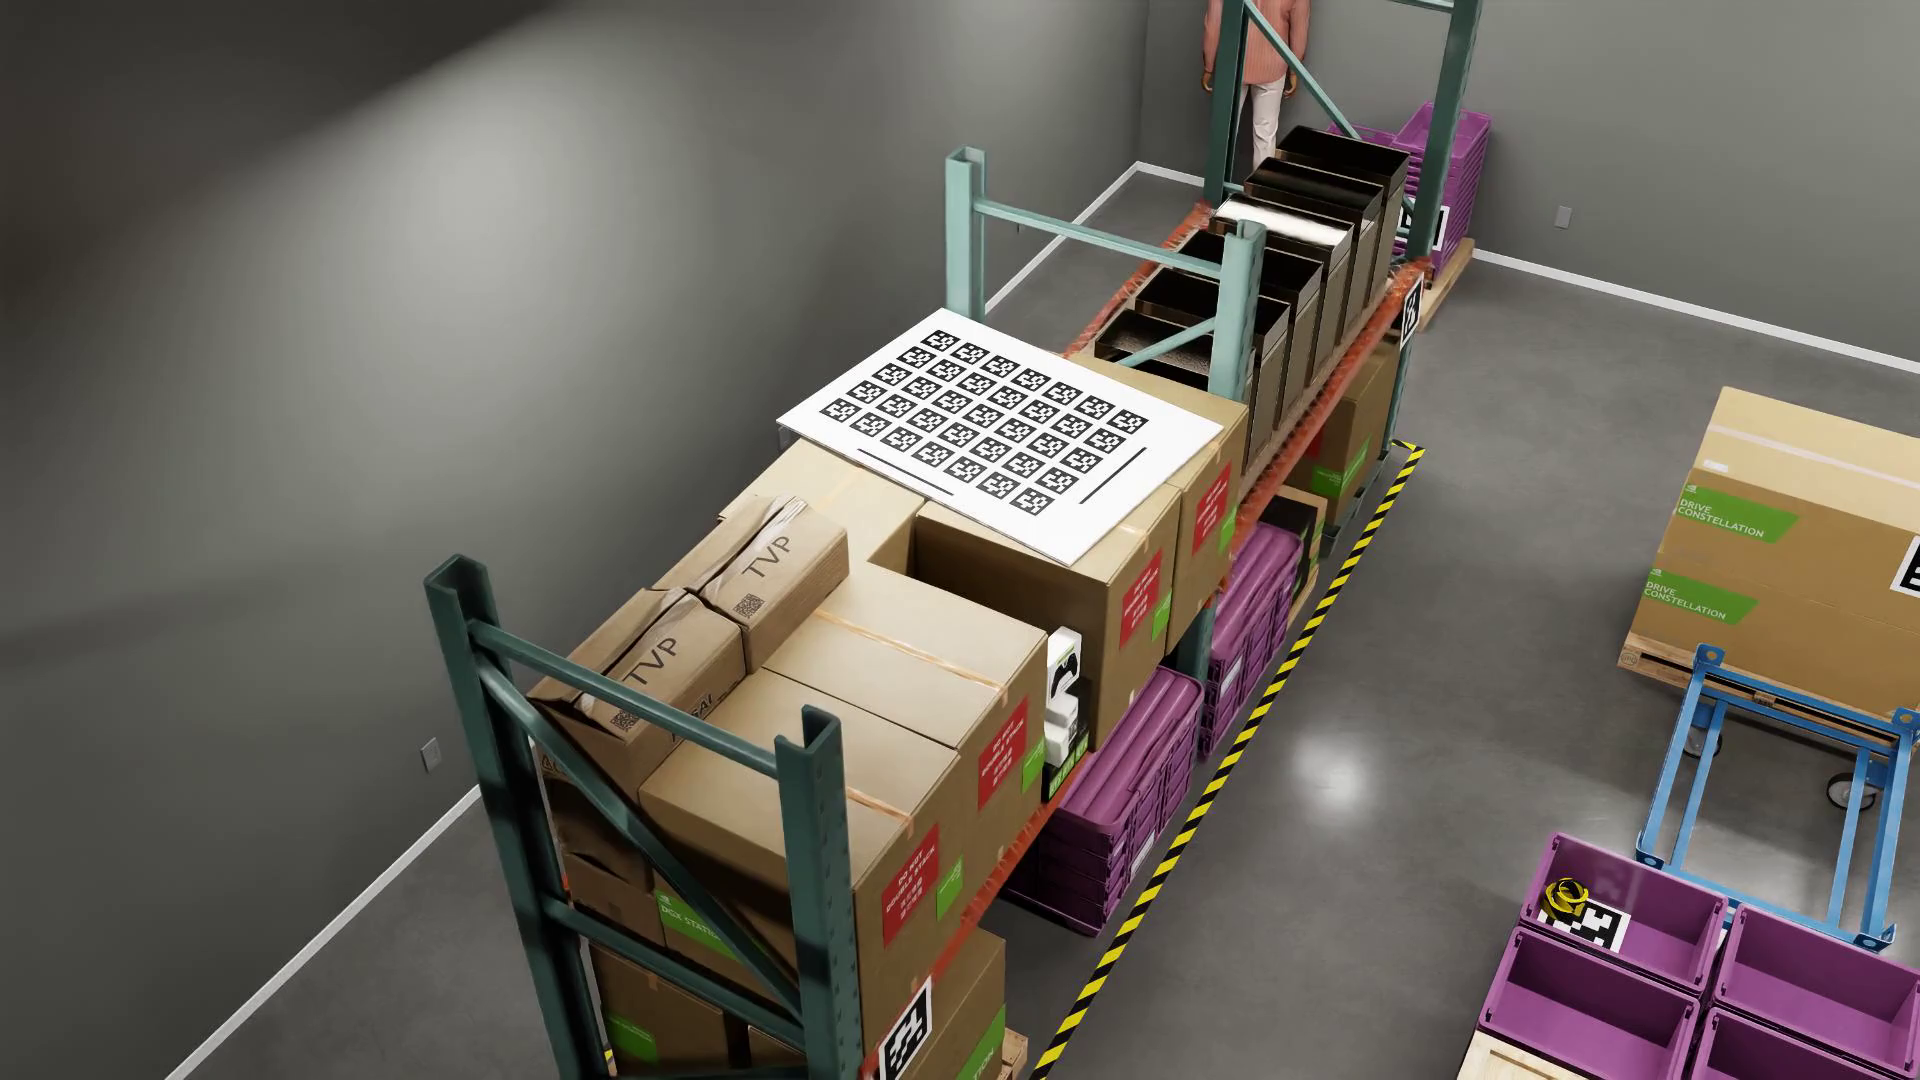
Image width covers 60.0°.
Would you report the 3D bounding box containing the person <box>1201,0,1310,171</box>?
[{"bbox_3d":[1.740,-2.830,9.927,0.612,1.995,0.382,4,40,5],"label":"person"}]
